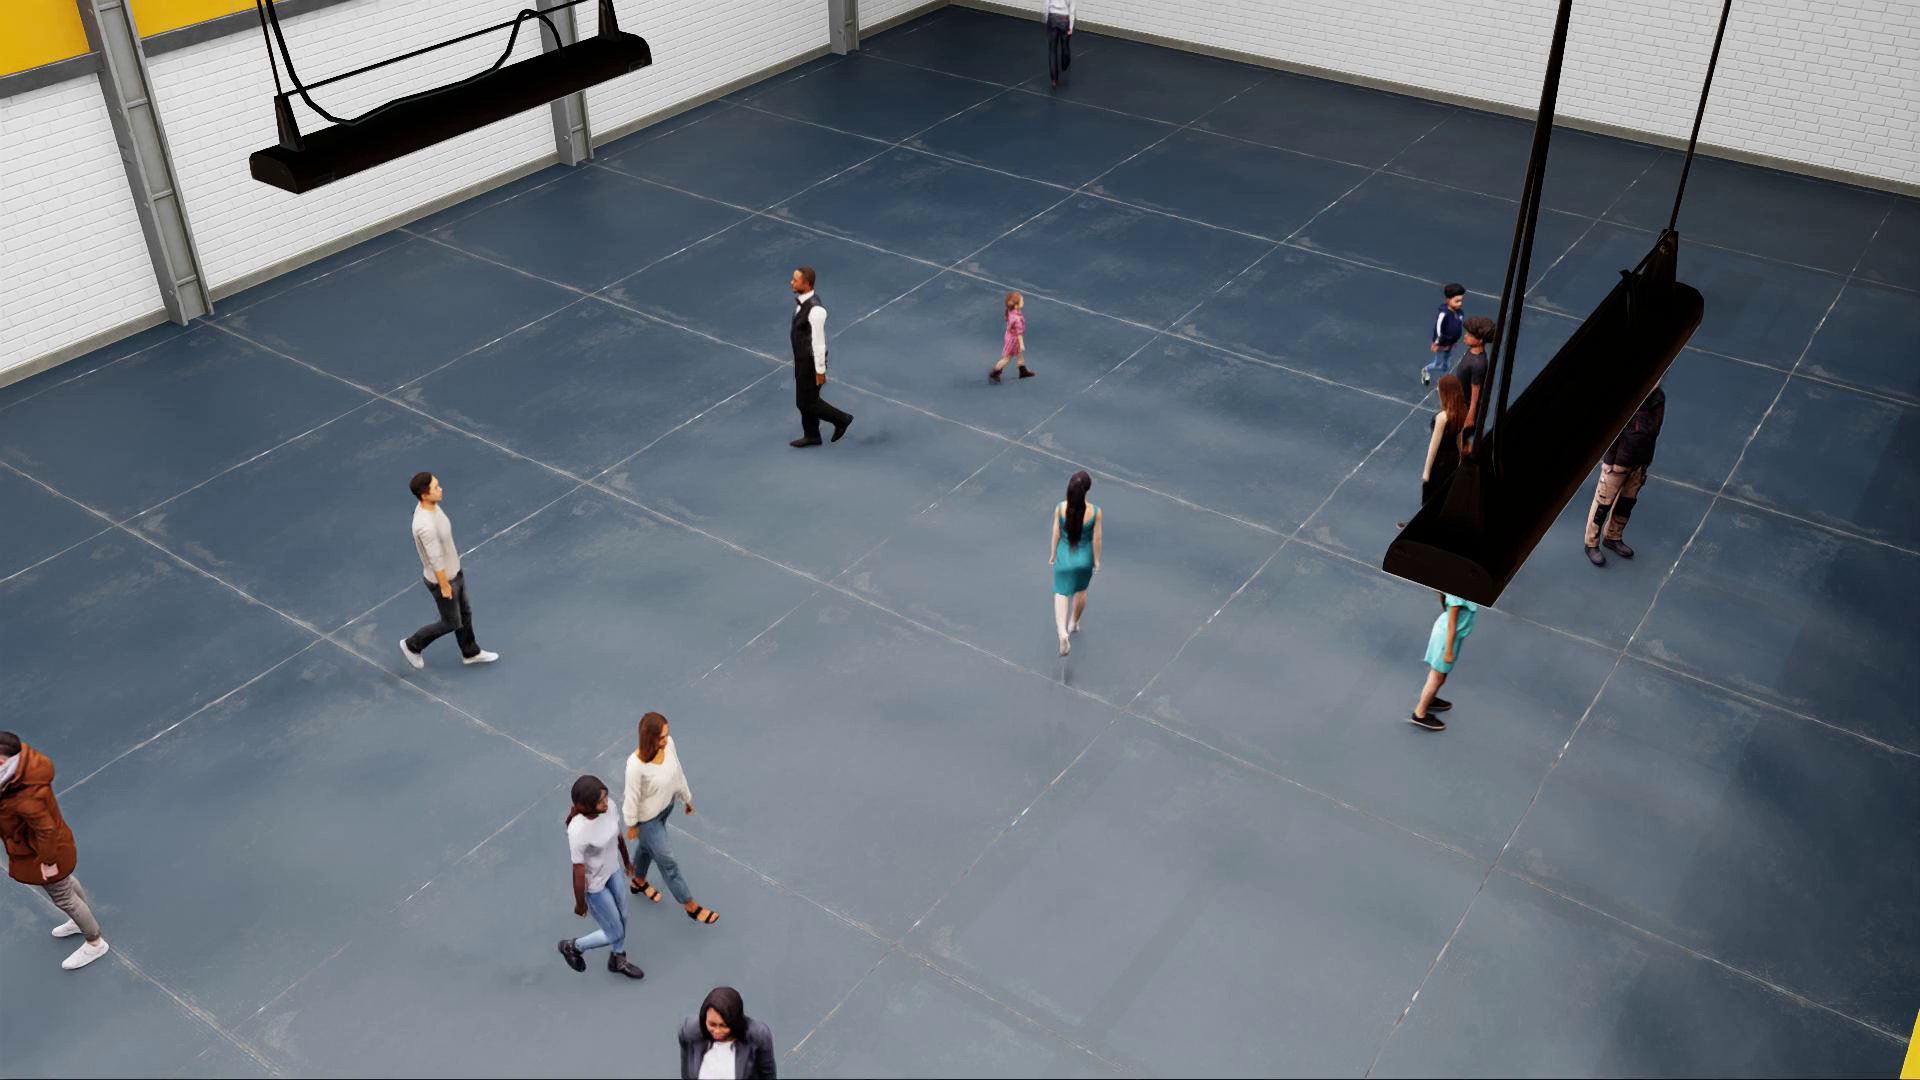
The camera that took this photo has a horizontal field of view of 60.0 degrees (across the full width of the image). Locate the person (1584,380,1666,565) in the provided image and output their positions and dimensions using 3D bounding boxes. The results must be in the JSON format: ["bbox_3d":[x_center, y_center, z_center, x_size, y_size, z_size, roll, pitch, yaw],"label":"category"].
[{"bbox_3d":[5.796,-0.708,14.438,0.746,1.925,0.851,-12,36,-18],"label":"person"}]

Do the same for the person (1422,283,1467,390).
[{"bbox_3d":[4.986,-2.070,17.170,0.672,1.171,0.717,-16,37,-23],"label":"person"}]

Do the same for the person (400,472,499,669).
[{"bbox_3d":[-4.150,0.282,13.064,1.069,1.798,1.011,-6,34,-9],"label":"person"}]

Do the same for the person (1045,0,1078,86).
[{"bbox_3d":[1.494,-7.818,25.286,1.023,1.758,1.312,5,34,7],"label":"person"}]

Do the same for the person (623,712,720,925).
[{"bbox_3d":[-2.096,1.771,10.954,0.821,1.655,0.953,14,36,20],"label":"person"}]

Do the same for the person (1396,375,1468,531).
[{"bbox_3d":[4.289,-0.614,14.510,0.745,1.690,1.046,28,43,35],"label":"person"}]

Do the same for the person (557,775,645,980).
[{"bbox_3d":[-2.323,2.116,10.388,0.793,1.707,0.773,9,35,13],"label":"person"}]

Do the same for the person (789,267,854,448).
[{"bbox_3d":[-1.362,-1.746,16.019,1.033,1.905,0.961,-8,35,-12],"label":"person"}]

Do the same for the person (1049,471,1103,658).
[{"bbox_3d":[0.901,0.211,13.292,0.812,1.664,0.985,5,34,7],"label":"person"}]

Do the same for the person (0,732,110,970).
[{"bbox_3d":[-5.809,1.933,10.546,0.827,1.837,0.814,-20,38,-27],"label":"person"}]

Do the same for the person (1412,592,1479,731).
[{"bbox_3d":[3.700,0.735,12.603,0.644,1.554,0.513,14,36,20],"label":"person"}]

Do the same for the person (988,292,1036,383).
[{"bbox_3d":[0.522,-2.104,17.363,0.786,1.014,0.695,-8,35,-12],"label":"person"}]

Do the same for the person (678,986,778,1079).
[{"bbox_3d":[-1.272,3.011,9.161,0.982,1.573,1.068,-2,34,-2],"label":"person"}]

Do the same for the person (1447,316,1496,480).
[{"bbox_3d":[4.761,-1.237,15.362,0.771,1.785,0.690,8,34,11],"label":"person"}]
